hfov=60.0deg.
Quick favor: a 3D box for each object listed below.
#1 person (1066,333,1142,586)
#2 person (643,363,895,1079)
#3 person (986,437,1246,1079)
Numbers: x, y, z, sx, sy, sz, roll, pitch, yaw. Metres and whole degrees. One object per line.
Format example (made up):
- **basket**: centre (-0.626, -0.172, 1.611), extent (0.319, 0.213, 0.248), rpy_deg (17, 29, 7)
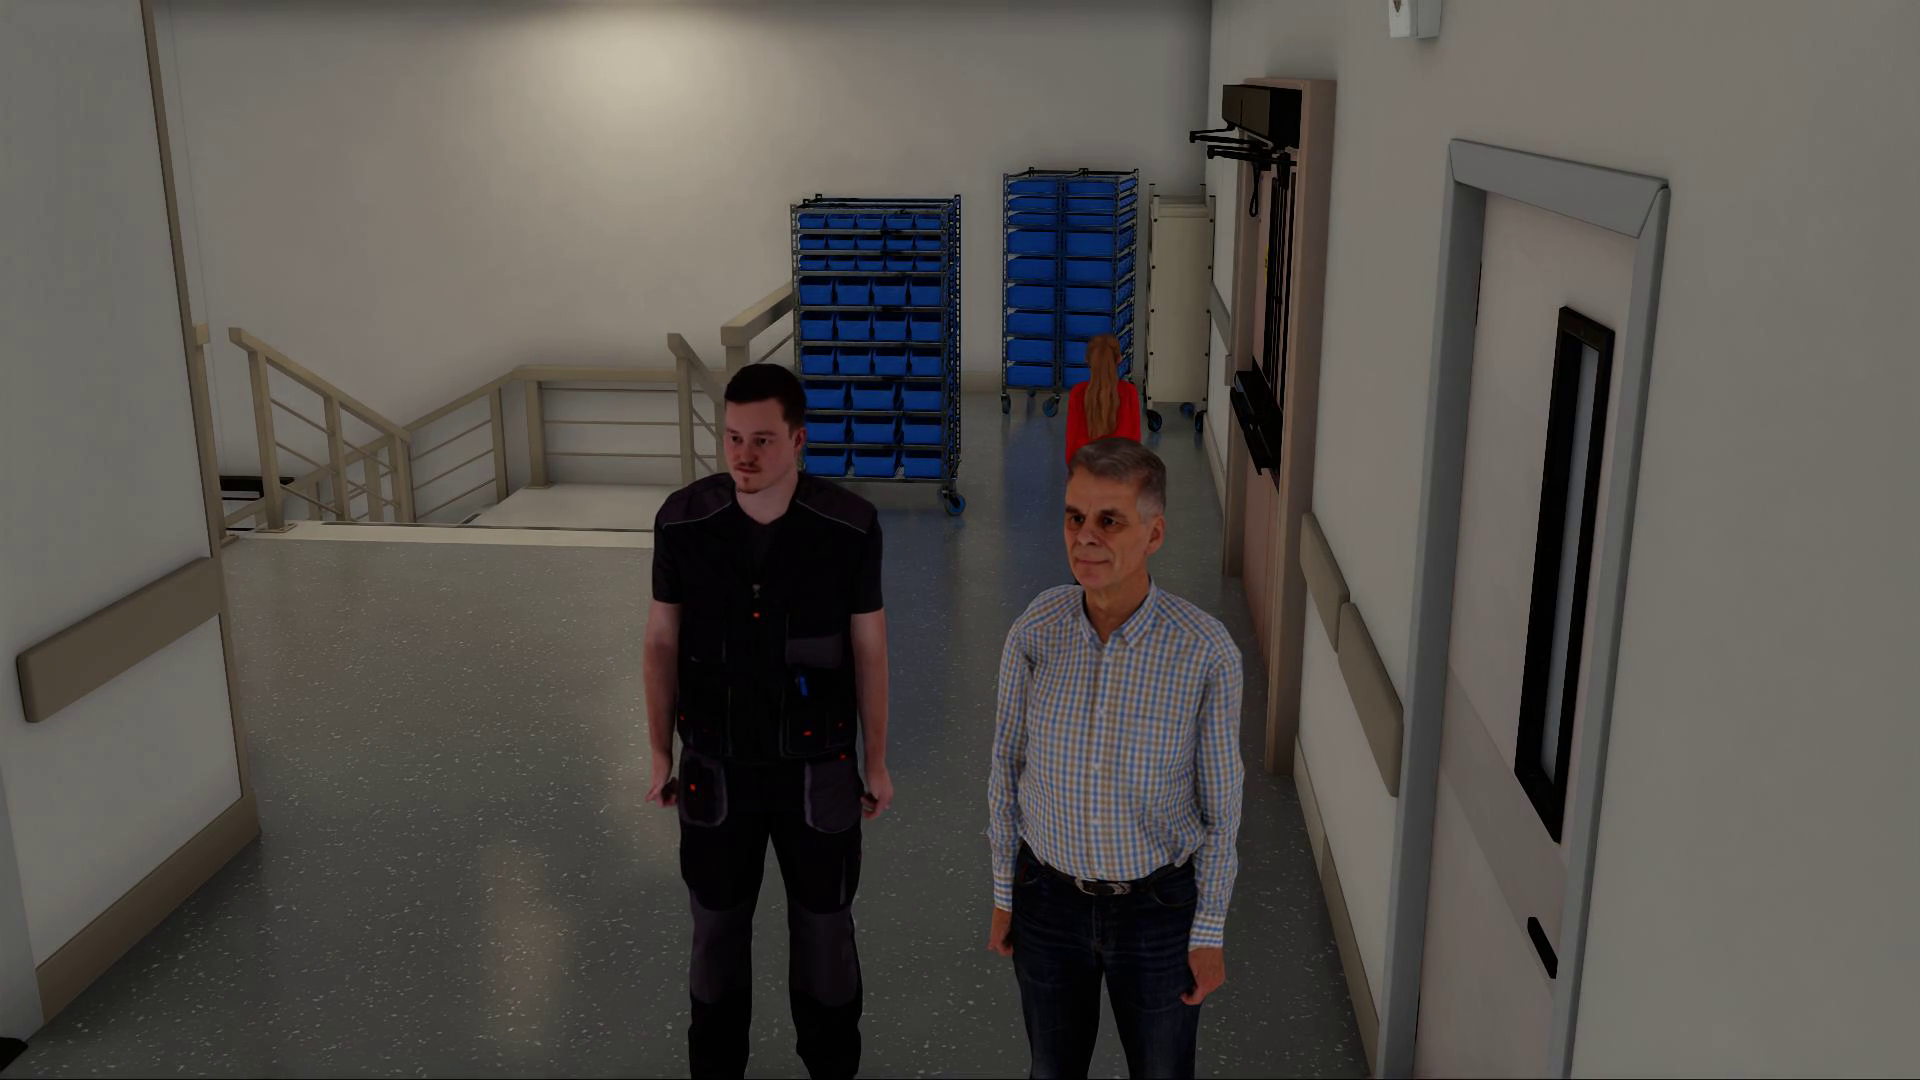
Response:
- **person**: centre (0.670, -0.334, 7.812), extent (0.503, 1.281, 0.504), rpy_deg (1, 16, 5)
- **person**: centre (-0.438, 0.501, 3.811), extent (0.720, 1.845, 0.580), rpy_deg (1, 16, 2)
- **person**: centre (0.292, 0.683, 3.211), extent (0.710, 1.820, 0.665), rpy_deg (6, 17, 21)
